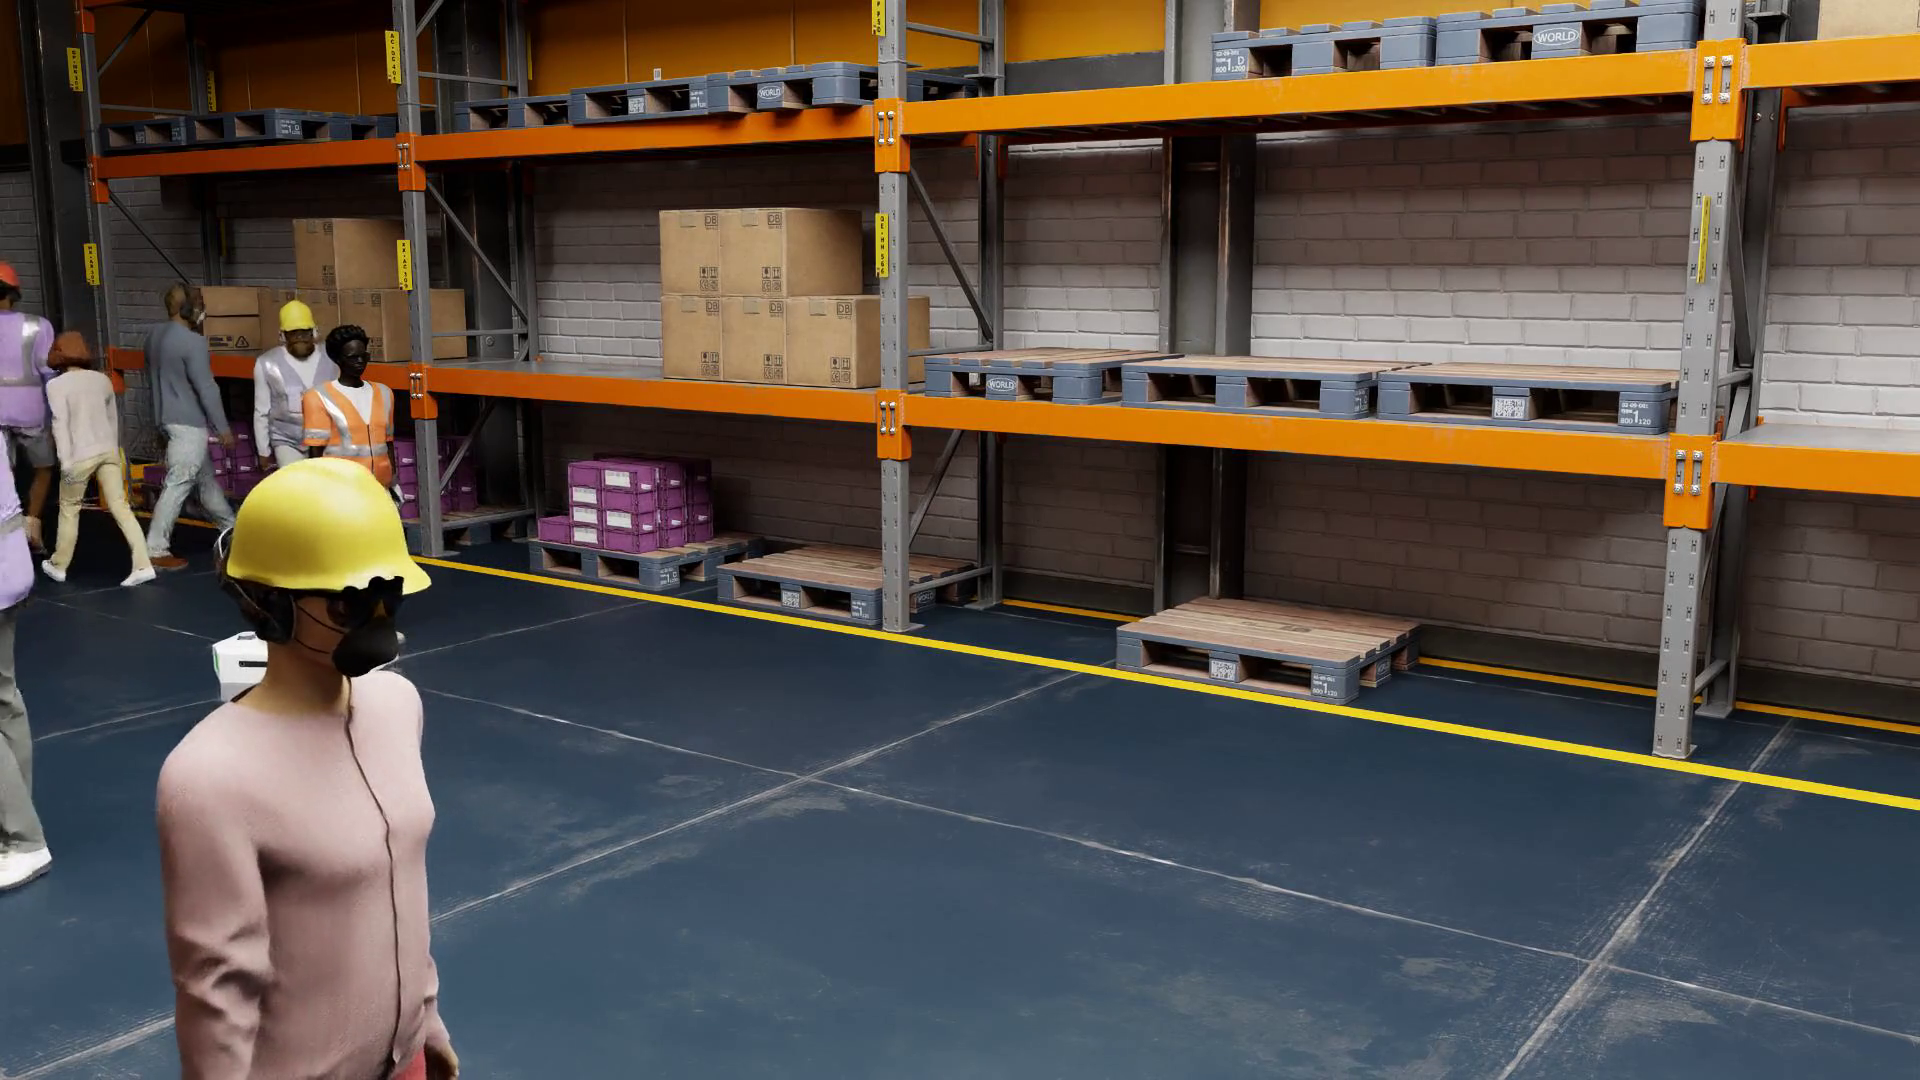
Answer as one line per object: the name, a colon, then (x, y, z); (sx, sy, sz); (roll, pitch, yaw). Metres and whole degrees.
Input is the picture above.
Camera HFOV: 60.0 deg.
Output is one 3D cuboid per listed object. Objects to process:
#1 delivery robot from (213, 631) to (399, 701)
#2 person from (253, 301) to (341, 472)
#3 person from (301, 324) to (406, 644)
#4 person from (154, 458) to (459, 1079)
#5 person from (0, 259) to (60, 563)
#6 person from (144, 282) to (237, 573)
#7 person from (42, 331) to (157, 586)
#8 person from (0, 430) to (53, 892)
delivery robot: (-2.781, 0.520, 7.079); (0.707, 0.478, 0.477); (1, 10, 5)
person: (-4.218, -0.644, 10.697); (0.605, 1.786, 0.702); (-6, 11, -33)
person: (-3.139, -0.266, 8.644); (0.319, 1.697, 0.532); (7, 12, 35)
person: (-0.857, 0.763, 2.317); (0.330, 1.765, 0.532); (2, 10, 13)
person: (-6.216, -0.813, 10.898); (0.629, 2.033, 0.446); (-3, 10, -17)
person: (-5.047, -0.759, 11.049); (0.647, 1.878, 0.999); (8, 13, 41)
person: (-5.415, -0.493, 10.329); (0.878, 1.582, 0.533); (4, 10, 23)
person: (-3.230, 0.192, 5.410); (0.387, 1.879, 0.702); (-2, 10, -12)
